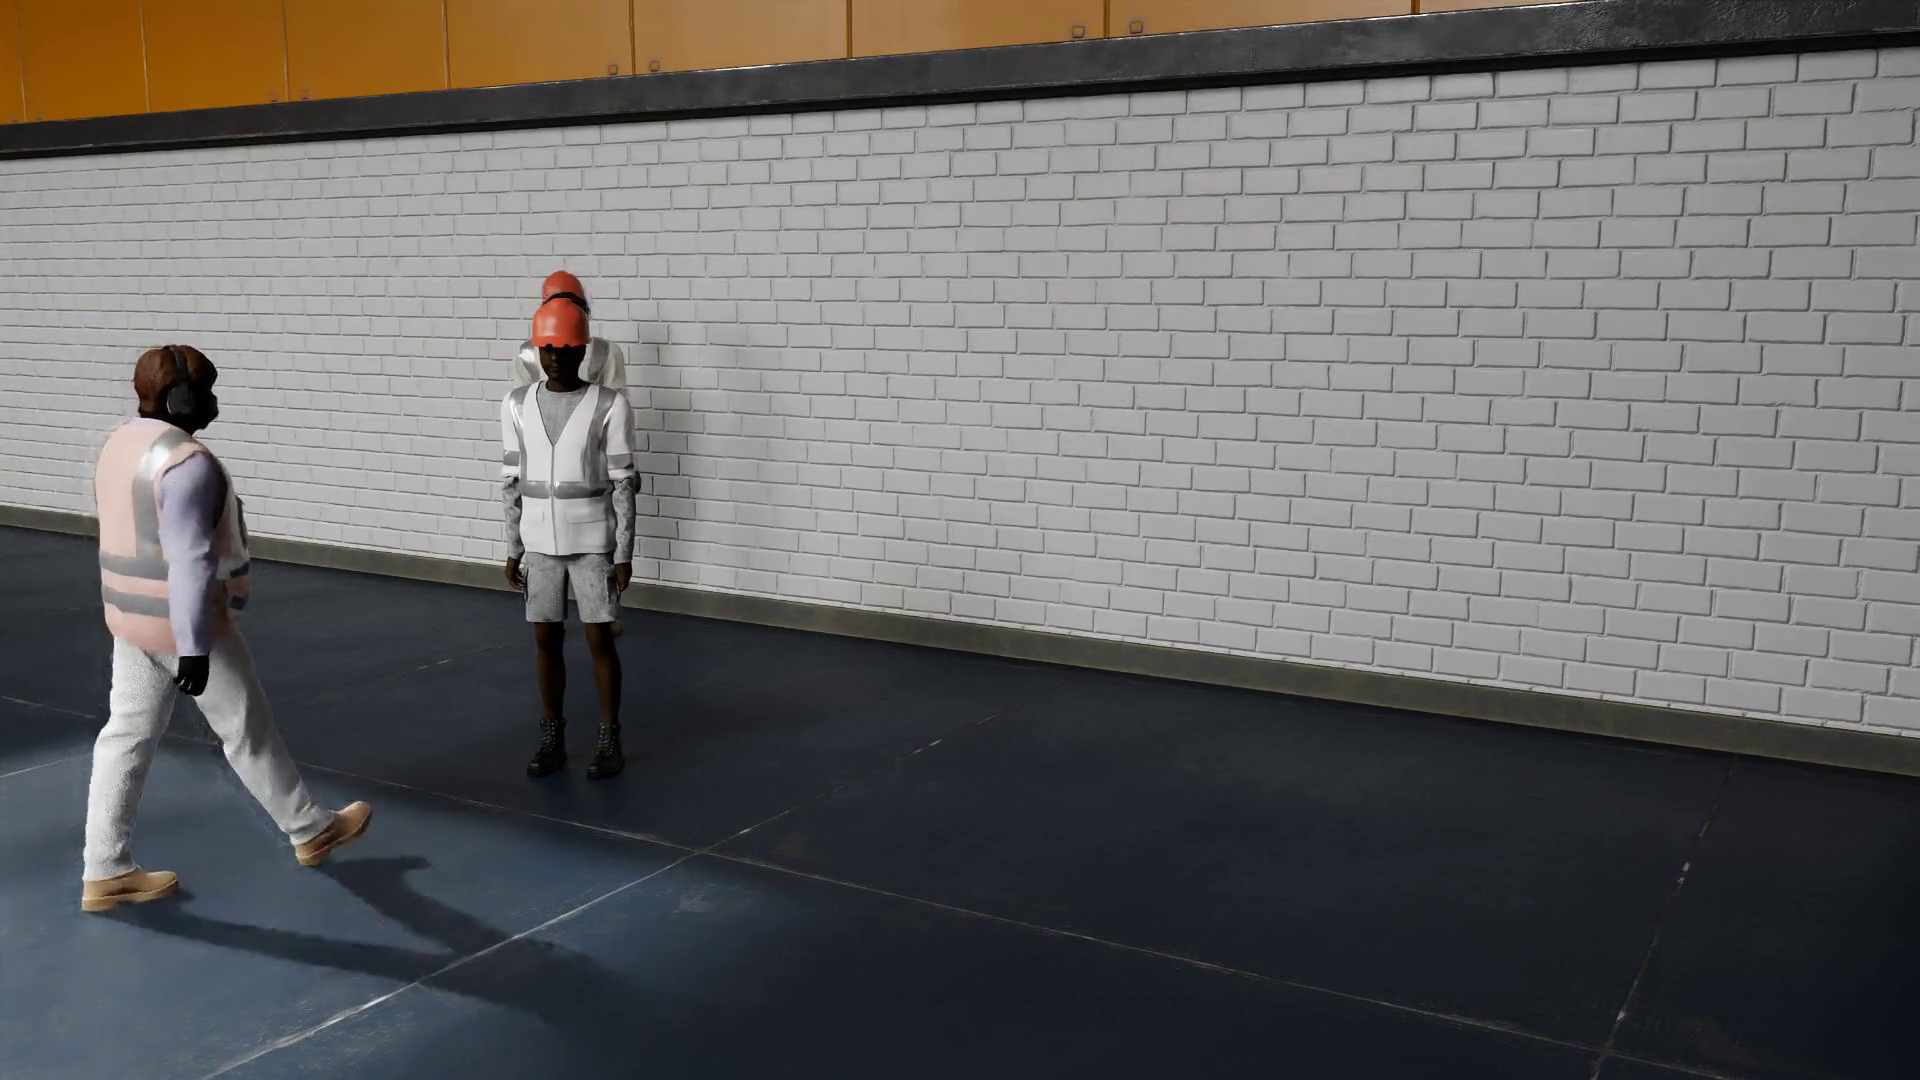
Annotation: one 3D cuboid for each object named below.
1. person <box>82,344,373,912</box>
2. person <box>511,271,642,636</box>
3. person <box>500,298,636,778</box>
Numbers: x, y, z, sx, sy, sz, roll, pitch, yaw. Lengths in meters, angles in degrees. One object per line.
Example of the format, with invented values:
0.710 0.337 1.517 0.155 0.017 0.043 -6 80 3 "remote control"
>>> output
-2.475 0.264 5.438 0.654 1.789 0.945 8 12 40 "person"
-2.092 -0.442 9.119 0.700 2.033 0.424 0 9 -2 "person"
-1.564 0.008 6.634 0.544 1.931 0.389 1 9 8 "person"
